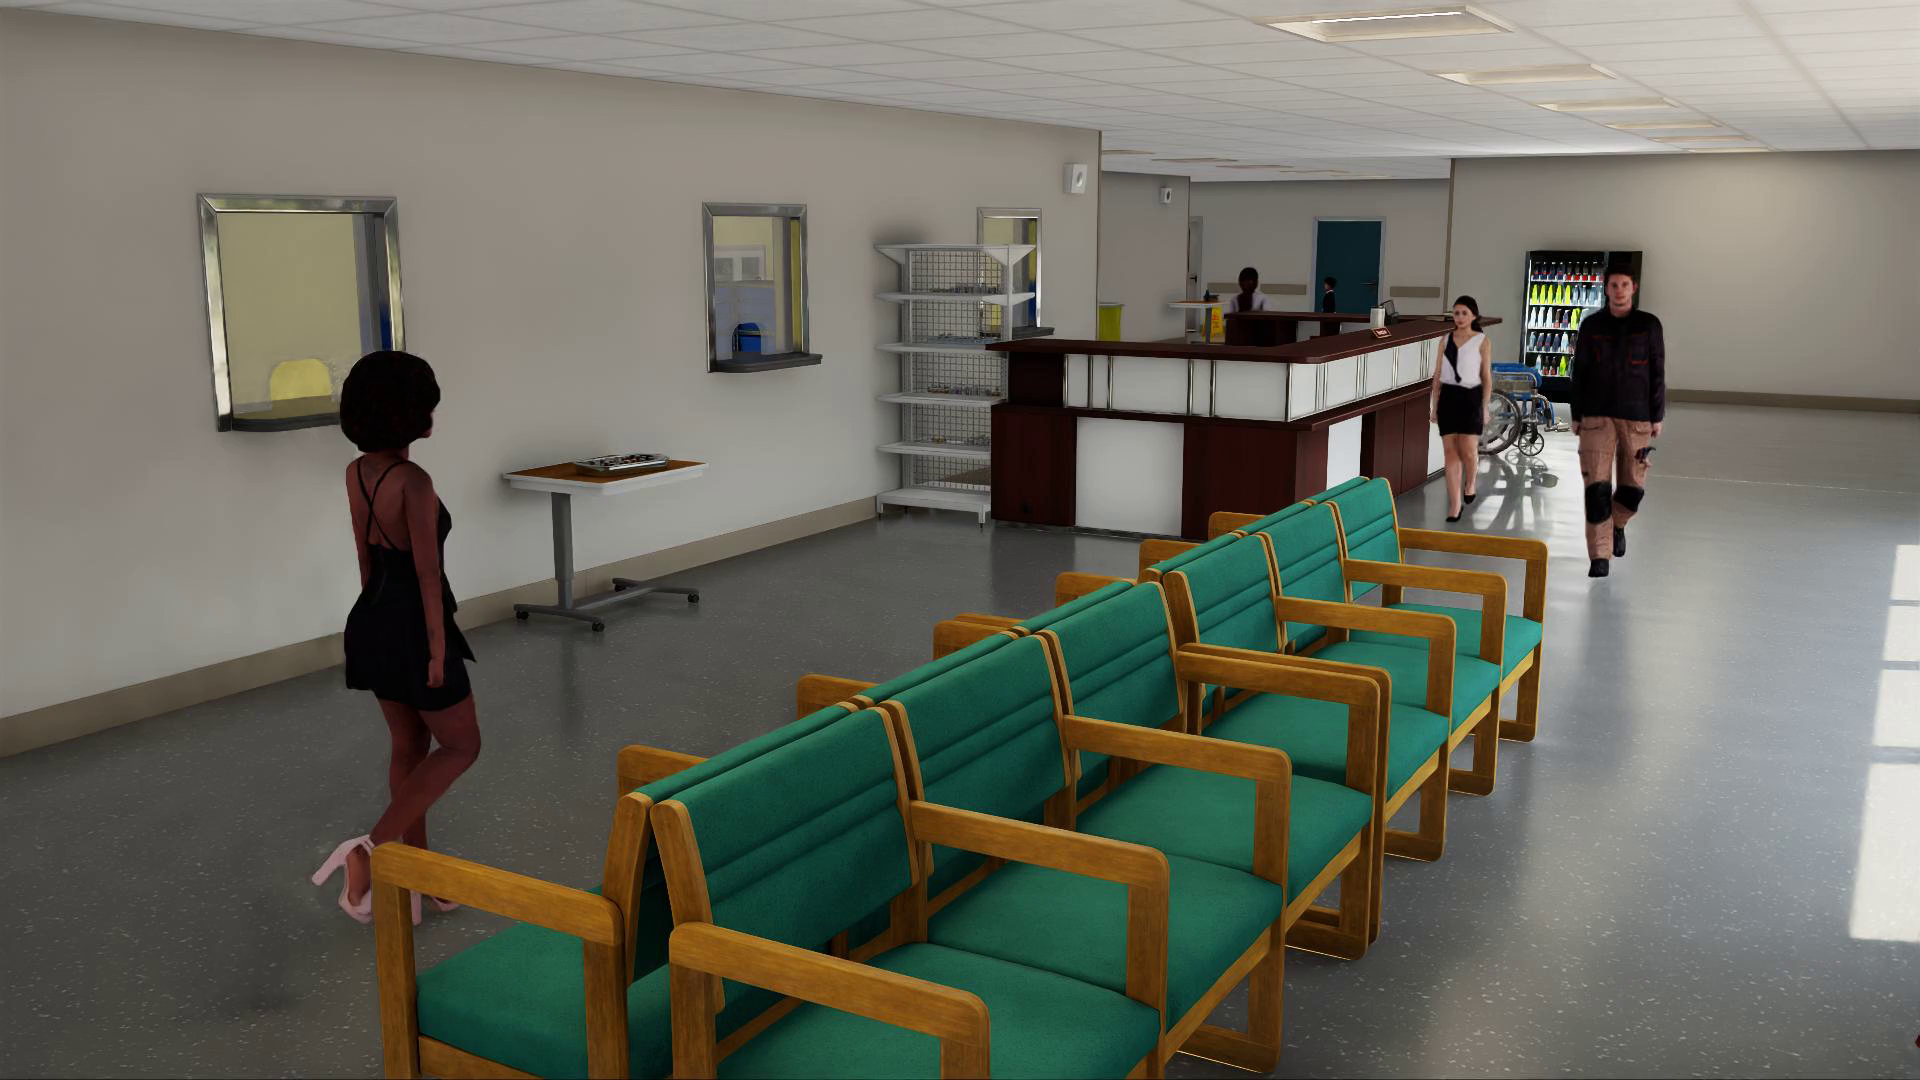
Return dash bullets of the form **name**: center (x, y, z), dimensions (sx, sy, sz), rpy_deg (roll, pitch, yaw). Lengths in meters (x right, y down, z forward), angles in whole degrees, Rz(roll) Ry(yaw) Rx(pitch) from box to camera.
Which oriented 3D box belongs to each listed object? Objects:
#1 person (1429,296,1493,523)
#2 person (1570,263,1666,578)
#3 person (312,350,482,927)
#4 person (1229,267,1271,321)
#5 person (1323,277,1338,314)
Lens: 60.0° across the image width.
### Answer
- **person**: center (3.680, -0.948, 12.118), dimensions (0.643, 1.638, 0.652), rpy_deg (7, 13, 34)
- **person**: center (4.048, -0.731, 10.252), dimensions (0.995, 1.908, 0.877), rpy_deg (4, 11, 19)
- **person**: center (-1.713, 0.344, 4.937), dimensions (0.744, 1.777, 0.639), rpy_deg (7, 13, 34)
- **person**: center (2.973, -1.930, 17.170), dimensions (1.038, 1.684, 0.646), rpy_deg (6, 12, 30)
- **person**: center (6.641, -4.111, 29.898), dimensions (0.492, 1.225, 0.515), rpy_deg (5, 12, 25)
